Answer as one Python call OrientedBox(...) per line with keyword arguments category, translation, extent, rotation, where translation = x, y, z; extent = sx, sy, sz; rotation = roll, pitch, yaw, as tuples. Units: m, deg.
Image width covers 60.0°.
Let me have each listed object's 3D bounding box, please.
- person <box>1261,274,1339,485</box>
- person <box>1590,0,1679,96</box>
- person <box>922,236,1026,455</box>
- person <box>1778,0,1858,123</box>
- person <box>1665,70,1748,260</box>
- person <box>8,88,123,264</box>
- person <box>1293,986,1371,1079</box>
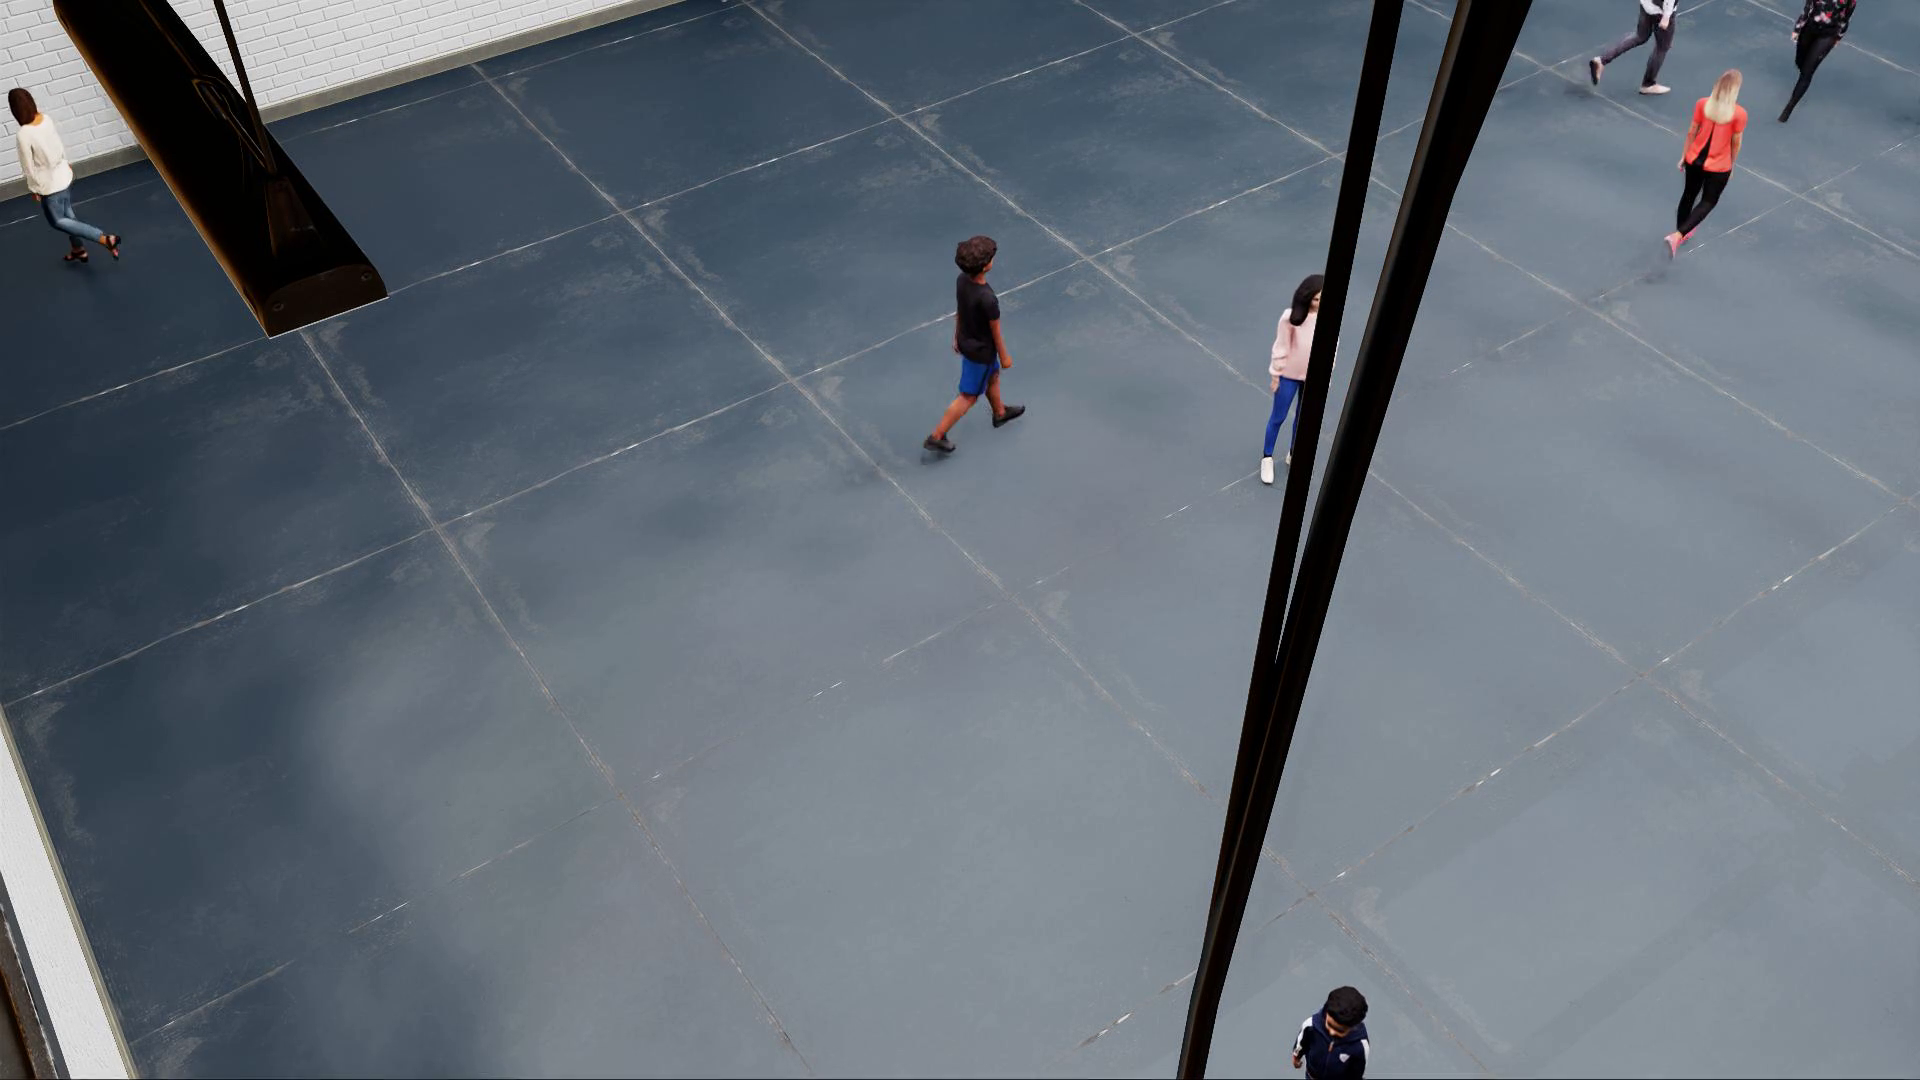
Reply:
OrientedBox(category="person", translation=(2.433, -1.178, 11.926), extent=(0.640, 1.766, 0.779), rotation=(-7, 44, -7))
OrientedBox(category="person", translation=(6.652, -5.125, 16.047), extent=(1.216, 1.795, 1.029), rotation=(-3, 44, -3))
OrientedBox(category="person", translation=(0.065, -1.373, 12.133), extent=(1.198, 1.763, 0.715), rotation=(-19, 47, -19))
OrientedBox(category="person", translation=(8.232, -4.880, 15.896), extent=(0.777, 1.650, 1.128), rotation=(31, 52, 28))
OrientedBox(category="person", translation=(6.265, -3.137, 14.043), extent=(0.970, 1.681, 0.695), rotation=(-34, 53, -30))
OrientedBox(category="person", translation=(-7.505, -2.983, 13.893), extent=(0.991, 1.666, 0.907), rotation=(3, 44, 3))
OrientedBox(category="person", translation=(1.859, 2.629, 8.324), extent=(0.583, 1.222, 0.587), rotation=(25, 49, 24))
